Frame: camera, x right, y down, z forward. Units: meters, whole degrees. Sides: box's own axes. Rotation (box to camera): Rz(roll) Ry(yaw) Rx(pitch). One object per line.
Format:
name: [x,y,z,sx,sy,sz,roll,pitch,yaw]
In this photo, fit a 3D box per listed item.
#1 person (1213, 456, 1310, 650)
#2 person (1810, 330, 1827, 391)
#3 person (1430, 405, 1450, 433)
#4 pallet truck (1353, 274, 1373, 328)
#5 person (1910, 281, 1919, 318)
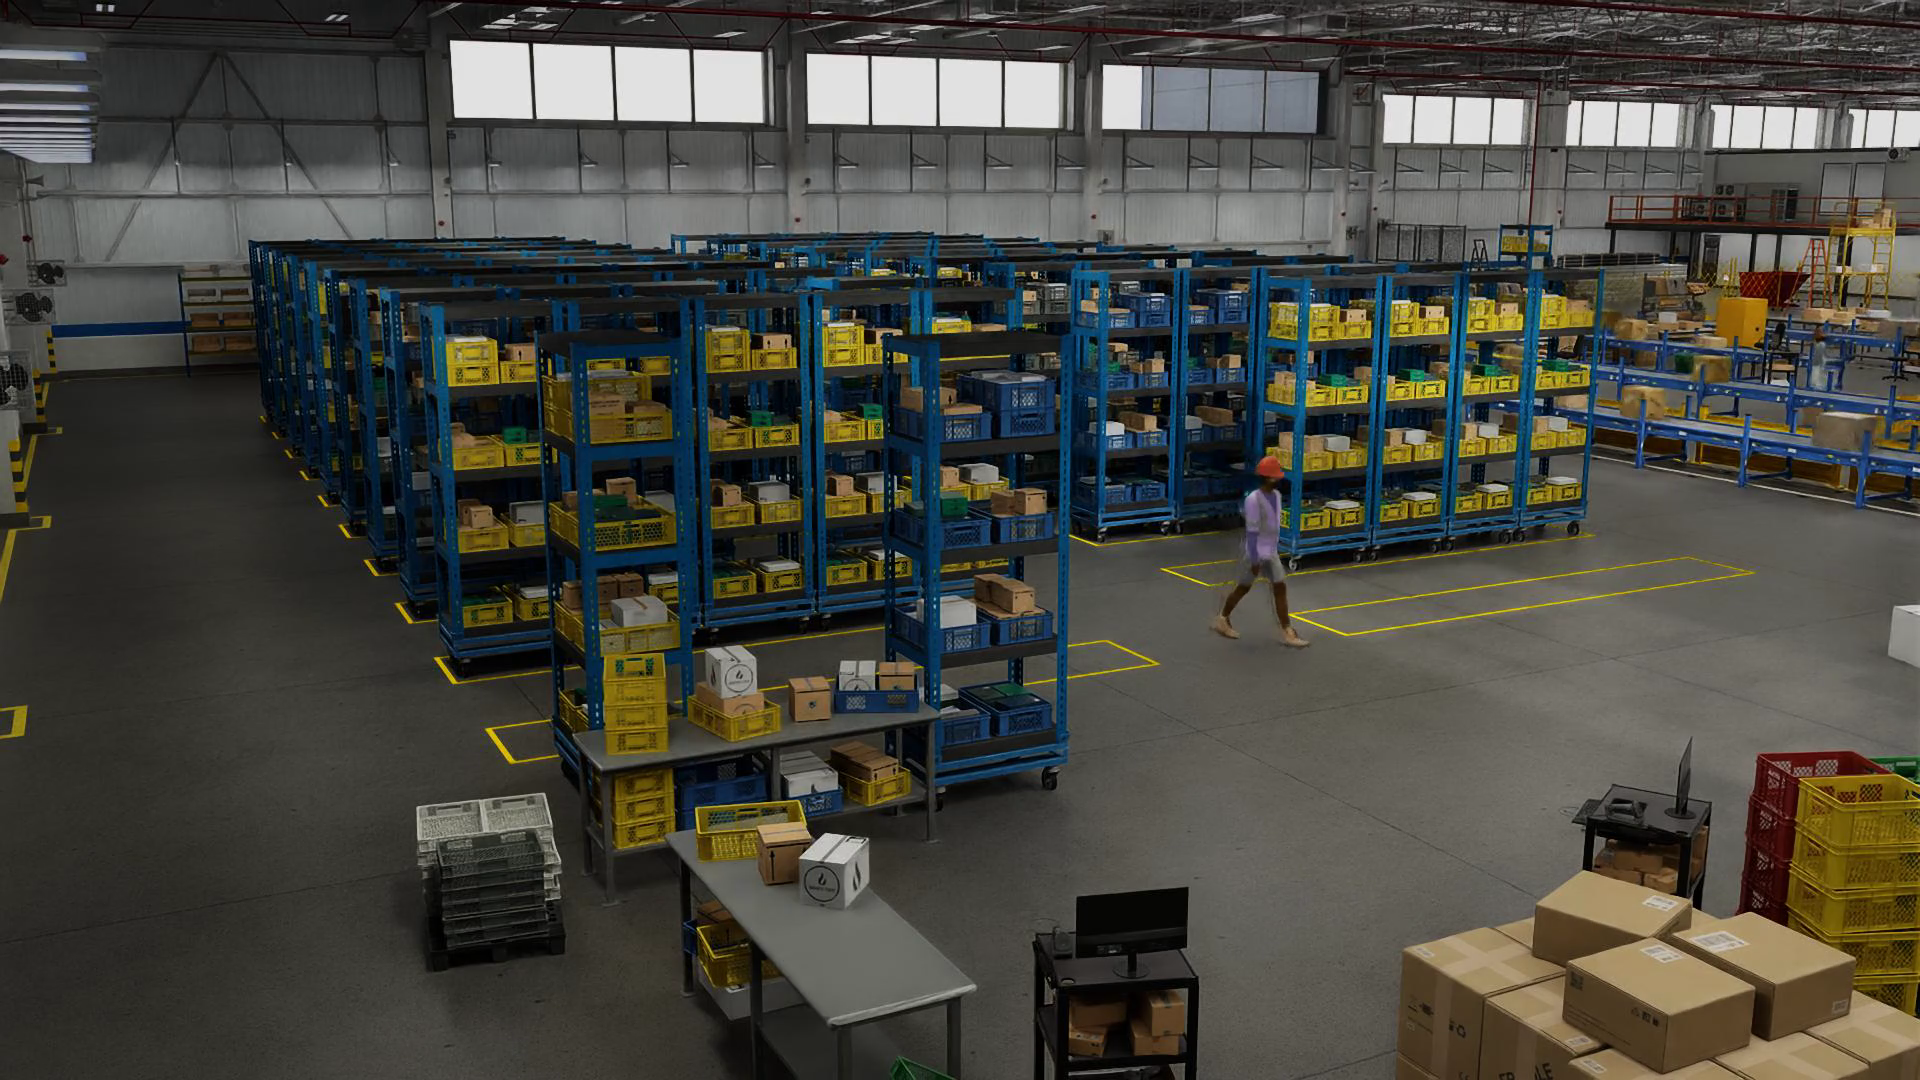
person: [3.102,0.106,17.137,1.080,1.993,0.613,11,16,42]
person: [18.543,-3.734,35.958,0.383,1.611,0.510,1,12,6]
person: [8.393,-2.521,29.637,0.687,1.880,0.719,-6,13,-25]
pallet truck: [13.011,-8.050,55.243,0.823,1.965,1.885,-7,14,-28]
person: [34.010,-8.629,58.646,0.509,1.690,0.897,-8,14,-32]
